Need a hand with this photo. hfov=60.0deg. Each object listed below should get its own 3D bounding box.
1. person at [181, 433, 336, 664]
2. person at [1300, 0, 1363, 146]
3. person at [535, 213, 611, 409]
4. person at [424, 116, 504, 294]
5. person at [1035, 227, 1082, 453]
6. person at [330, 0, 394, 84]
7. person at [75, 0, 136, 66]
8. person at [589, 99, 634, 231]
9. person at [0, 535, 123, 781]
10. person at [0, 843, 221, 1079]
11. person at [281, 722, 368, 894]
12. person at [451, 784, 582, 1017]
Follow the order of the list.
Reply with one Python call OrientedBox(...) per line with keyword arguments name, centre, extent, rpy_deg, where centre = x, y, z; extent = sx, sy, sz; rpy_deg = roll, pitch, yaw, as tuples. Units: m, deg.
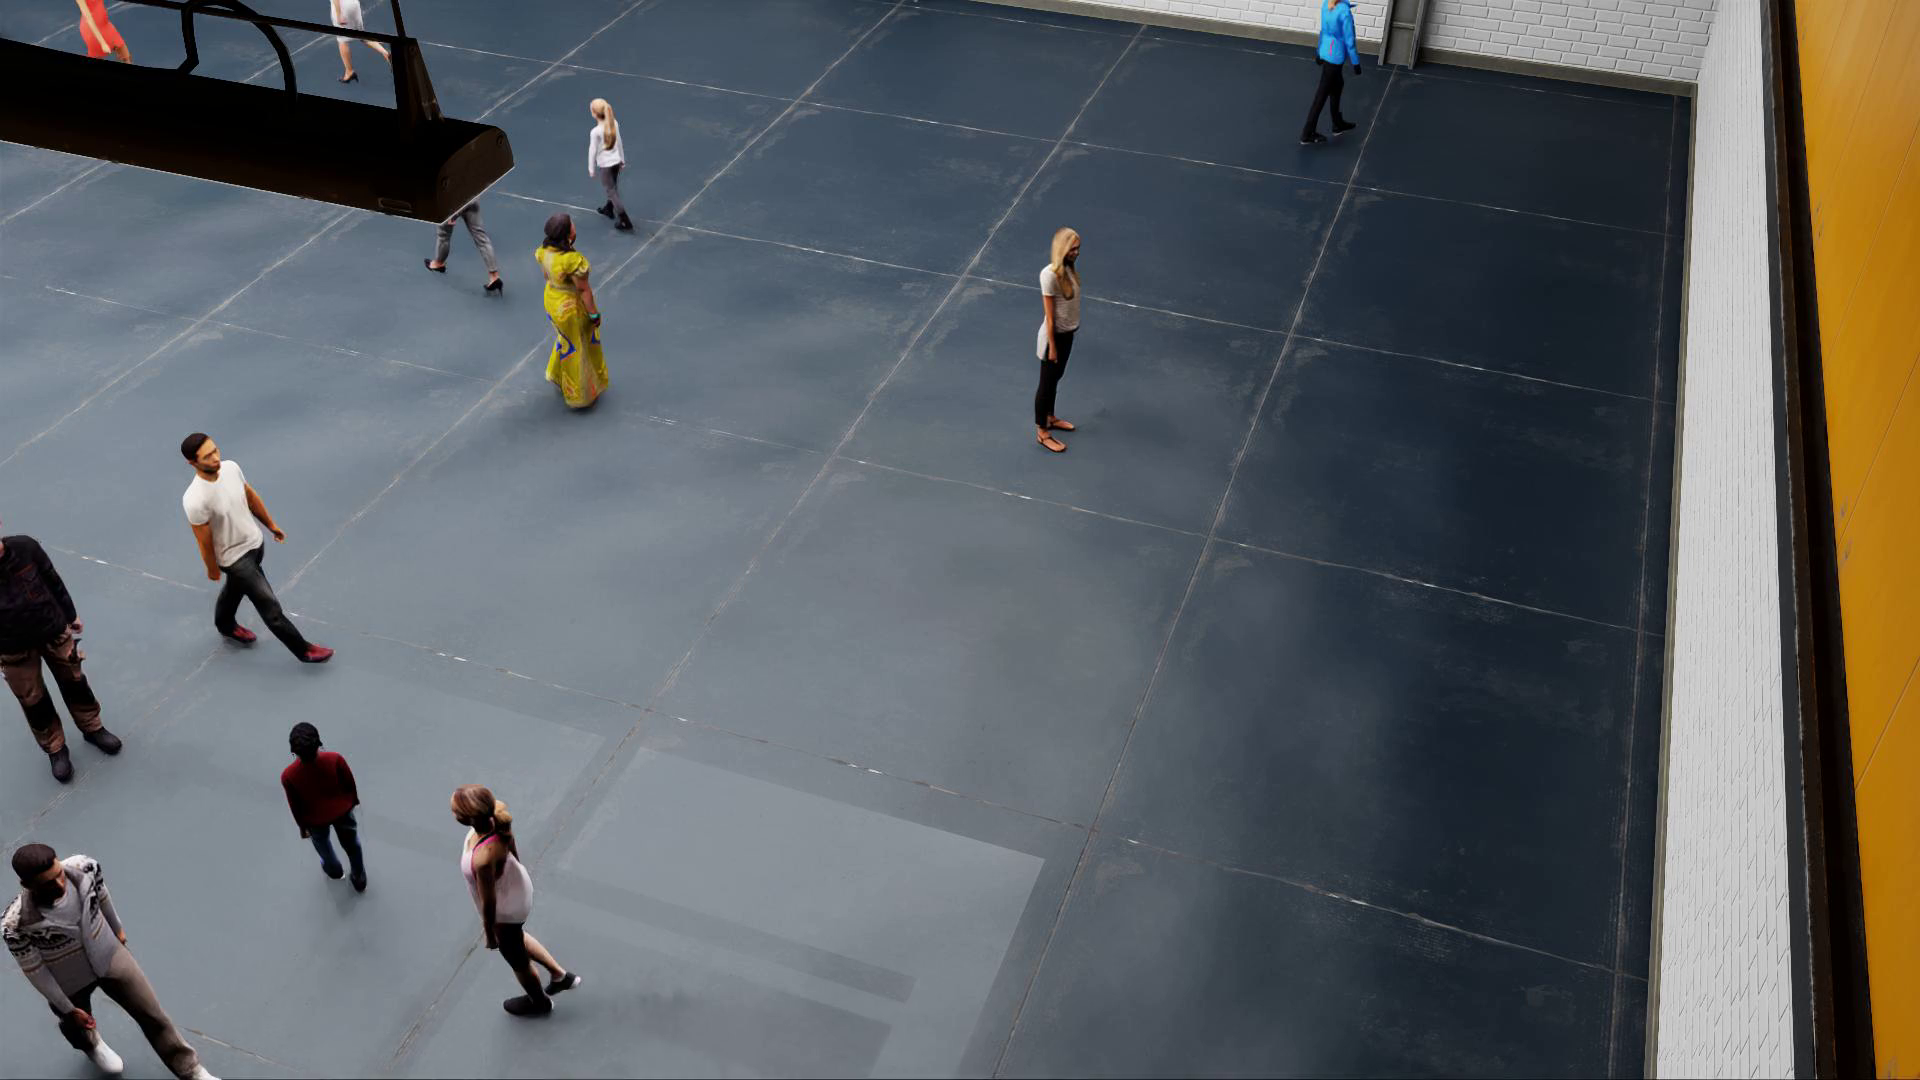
OrientedBox(name="person", centre=(-4.704, 0.050, 10.661), extent=(1.191, 1.760, 0.797), rpy_deg=(6, 39, 7))
OrientedBox(name="person", centre=(3.672, -4.804, 16.725), extent=(1.018, 1.777, 0.900), rpy_deg=(-8, 39, -10))
OrientedBox(name="person", centre=(-3.114, -1.760, 13.016), extent=(1.008, 1.650, 0.897), rpy_deg=(-30, 47, -32))
OrientedBox(name="person", centre=(-4.282, -2.868, 14.427), extent=(1.159, 1.620, 0.771), rpy_deg=(21, 43, 24))
OrientedBox(name="person", centre=(0.721, -1.543, 12.607), extent=(0.512, 1.822, 0.598), rpy_deg=(12, 40, 15))
OrientedBox(name="person", centre=(-6.549, -5.743, 17.941), extent=(0.987, 1.728, 0.641), rpy_deg=(8, 39, 10))
OrientedBox(name="person", centre=(-9.106, -5.297, 17.415), extent=(1.065, 1.688, 0.851), rpy_deg=(-2, 39, -2))
OrientedBox(name="person", centre=(-3.236, -3.472, 15.473), extent=(0.846, 1.259, 0.651), rpy_deg=(26, 45, 29))
OrientedBox(name="person", centre=(-5.511, 0.566, 9.886), extent=(0.746, 1.922, 0.786), rpy_deg=(31, 48, 32))
OrientedBox(name="person", centre=(-4.331, 2.053, 8.119), extent=(1.245, 1.802, 0.848), rpy_deg=(20, 43, 23))
OrientedBox(name="person", centre=(-3.498, 1.528, 9.224), extent=(0.633, 1.245, 0.691), rpy_deg=(-20, 43, -23))
OrientedBox(name="person", centre=(-2.200, 1.839, 8.405), extent=(0.797, 1.779, 0.759), rpy_deg=(-1, 39, -1))
